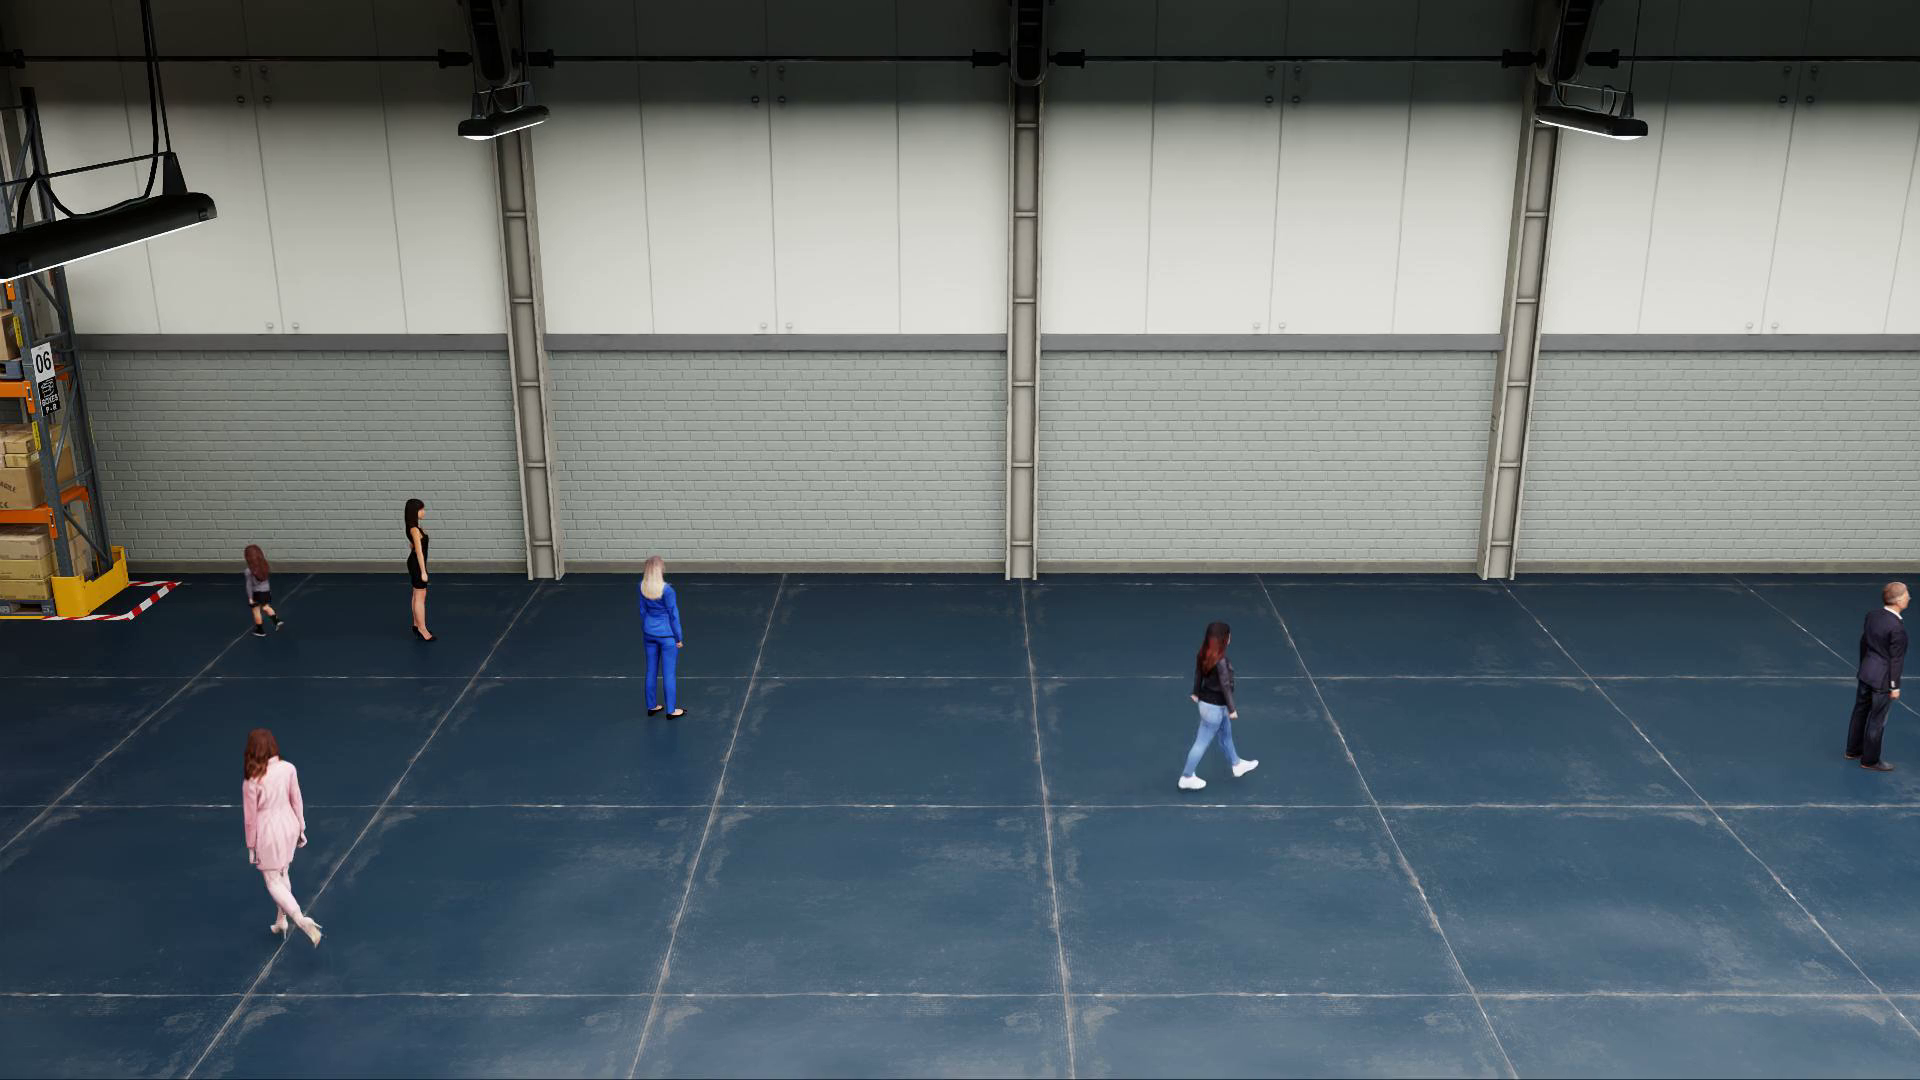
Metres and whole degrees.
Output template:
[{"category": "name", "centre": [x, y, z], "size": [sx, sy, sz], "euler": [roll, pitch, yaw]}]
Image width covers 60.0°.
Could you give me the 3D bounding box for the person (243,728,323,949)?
[{"category": "person", "centre": [-5.108, 2.286, 12.521], "size": [1.111, 1.782, 0.994], "euler": [14, 23, 36]}]

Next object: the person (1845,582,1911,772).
[{"category": "person", "centre": [8.645, 1.252, 15.643], "size": [0.598, 1.815, 0.685], "euler": [-1, 18, -4]}]

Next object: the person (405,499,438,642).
[{"category": "person", "centre": [-6.113, 0.327, 18.756], "size": [0.627, 1.647, 0.636], "euler": [-8, 20, -24]}]

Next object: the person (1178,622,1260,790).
[{"category": "person", "centre": [2.225, 1.530, 15.130], "size": [1.087, 1.605, 0.786], "euler": [-4, 18, -11]}]

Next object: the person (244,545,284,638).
[{"category": "person", "centre": [-7.915, 0.579, 18.868], "size": [0.723, 1.098, 0.616], "euler": [8, 20, 23]}]

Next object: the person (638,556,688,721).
[{"category": "person", "centre": [-3.013, 0.971, 16.690], "size": [0.655, 1.701, 0.774], "euler": [10, 20, 27]}]
